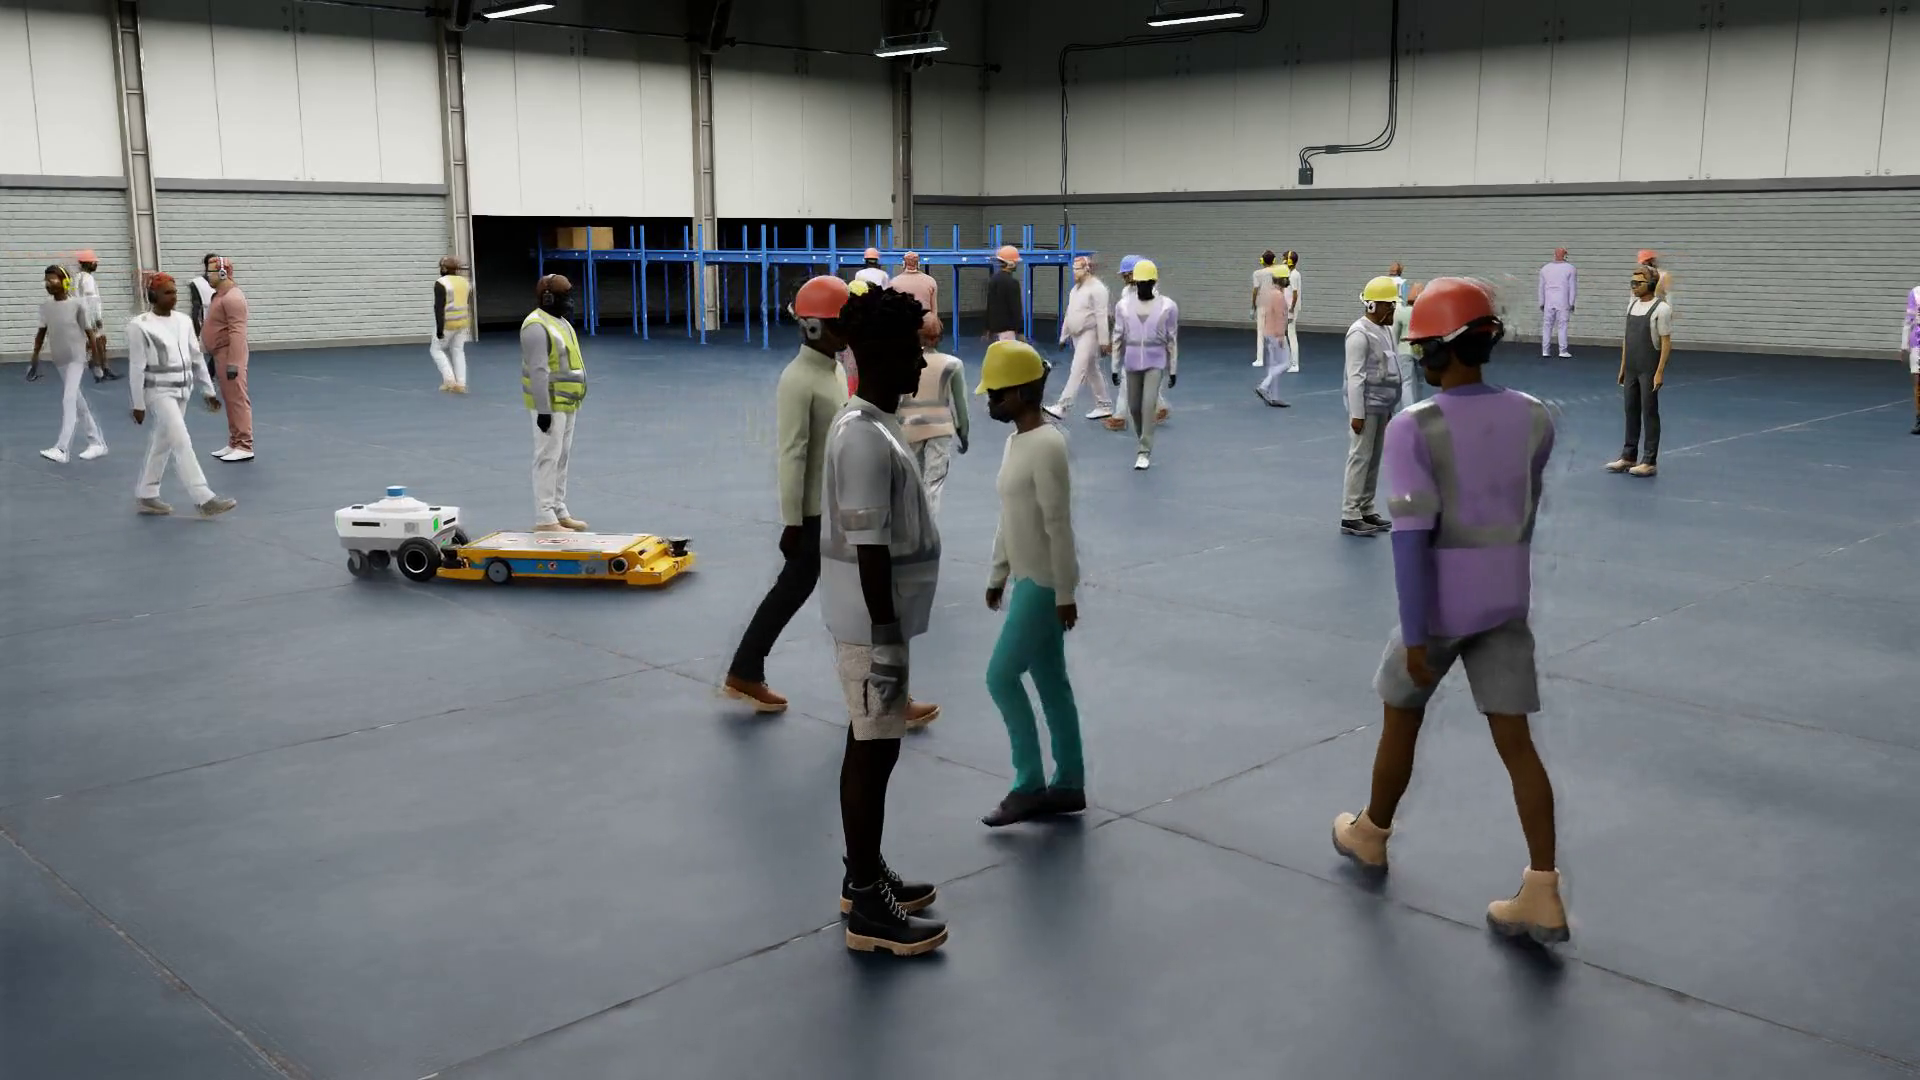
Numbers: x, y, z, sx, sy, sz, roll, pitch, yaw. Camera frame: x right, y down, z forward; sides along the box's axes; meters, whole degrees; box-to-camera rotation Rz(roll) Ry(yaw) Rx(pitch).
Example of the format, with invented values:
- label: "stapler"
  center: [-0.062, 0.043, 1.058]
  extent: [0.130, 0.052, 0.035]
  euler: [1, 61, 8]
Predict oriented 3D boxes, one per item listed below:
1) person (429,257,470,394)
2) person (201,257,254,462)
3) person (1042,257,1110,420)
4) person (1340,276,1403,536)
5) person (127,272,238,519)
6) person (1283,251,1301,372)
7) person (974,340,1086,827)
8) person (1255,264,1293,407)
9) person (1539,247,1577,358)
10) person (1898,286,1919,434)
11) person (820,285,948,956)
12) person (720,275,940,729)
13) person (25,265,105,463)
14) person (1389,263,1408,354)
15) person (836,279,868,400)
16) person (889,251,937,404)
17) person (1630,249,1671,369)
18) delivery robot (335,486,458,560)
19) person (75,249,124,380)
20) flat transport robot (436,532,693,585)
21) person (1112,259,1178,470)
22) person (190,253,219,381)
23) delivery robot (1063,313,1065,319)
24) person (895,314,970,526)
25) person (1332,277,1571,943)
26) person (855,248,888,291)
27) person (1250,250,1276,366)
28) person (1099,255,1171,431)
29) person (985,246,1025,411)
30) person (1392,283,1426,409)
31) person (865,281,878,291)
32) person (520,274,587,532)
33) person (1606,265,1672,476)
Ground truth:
- label: "person"
  center: [-6.836, -2.870, 22.273]
  extent: [0.492, 1.818, 0.651]
  euler: [5, 11, 24]
- label: "person"
  center: [-6.926, -1.708, 15.711]
  extent: [0.409, 1.909, 0.640]
  euler: [-7, 12, -33]
- label: "person"
  center: [1.336, -2.295, 19.031]
  extent: [0.979, 1.854, 0.679]
  euler: [-4, 11, -22]
- label: "person"
  center: [2.939, -0.957, 11.855]
  extent: [0.404, 1.825, 0.599]
  euler: [7, 12, 33]
- label: "person"
  center: [-5.912, -1.087, 12.525]
  extent: [0.989, 1.832, 0.578]
  euler: [3, 11, 14]
- label: "person"
  center: [5.153, -3.555, 25.892]
  extent: [0.313, 1.865, 0.528]
  euler: [2, 11, 12]
- label: "person"
  center: [0.219, 0.154, 5.976]
  extent: [0.561, 1.738, 0.558]
  euler: [-2, 11, -10]
- label: "person"
  center: [3.916, -2.511, 20.474]
  extent: [0.382, 1.755, 0.543]
  euler: [0, 10, 0]
- label: "person"
  center: [10.386, -4.125, 28.888]
  extent: [0.642, 1.909, 0.399]
  euler: [9, 14, 40]
- label: "person"
  center: [10.386, -2.099, 17.794]
  extent: [0.553, 1.922, 0.441]
  euler: [10, 14, 44]
- label: "person"
  center: [-0.235, 0.229, 4.981]
  extent: [0.367, 1.966, 0.606]
  euler: [-1, 10, -5]
- label: "person"
  center: [-0.620, -0.167, 7.217]
  extent: [1.015, 1.952, 0.620]
  euler: [1, 10, 6]
- label: "person"
  center: [-8.399, -1.639, 15.557]
  extent: [0.510, 1.826, 0.948]
  euler: [3, 11, 15]
- label: "person"
  center: [7.523, -3.980, 28.838]
  extent: [0.315, 1.636, 0.515]
  euler: [-9, 14, -39]
- label: "person"
  center: [-0.847, -1.467, 14.859]
  extent: [0.526, 1.735, 0.814]
  euler: [2, 11, 12]
- label: "person"
  center: [-0.602, -2.640, 20.789]
  extent: [0.638, 1.911, 0.402]
  euler: [-3, 11, -18]
- label: "person"
  center: [10.782, -3.593, 26.023]
  extent: [0.563, 1.890, 0.543]
  euler: [8, 13, 38]
- label: "delivery robot"
  center: [-3.546, -0.097, 10.472]
  extent: [0.707, 0.478, 0.477]
  euler: [1, 11, 8]
- label: "person"
  center: [-12.767, -3.278, 24.260]
  extent: [0.819, 1.910, 0.546]
  euler: [-7, 12, -34]
- label: "flat transport robot"
  center: [-2.465, 0.101, 10.424]
  extent: [1.431, 0.197, 0.652]
  euler: [1, 10, 8]
- label: "person"
  center: [1.721, -1.645, 15.412]
  extent: [0.598, 1.899, 0.884]
  euler: [3, 11, 18]
- label: "person"
  center: [-9.905, -2.864, 22.087]
  extent: [0.933, 1.888, 0.601]
  euler: [7, 12, 33]
- label: "delivery robot"
  center: [2.425, -4.891, 35.906]
  extent: [0.335, 0.223, 0.698]
  euler: [-6, 12, -29]
- label: "person"
  center: [-0.200, -0.692, 11.003]
  extent: [0.536, 1.586, 0.865]
  euler: [1, 10, 6]
- label: "person"
  center: [1.564, 0.193, 5.155]
  extent: [0.615, 1.995, 1.045]
  euler: [-3, 11, -16]
- label: "person"
  center: [-1.406, -3.552, 25.742]
  extent: [0.569, 1.910, 0.727]
  euler: [-5, 11, -24]
- label: "person"
  center: [4.967, -3.756, 26.977]
  extent: [0.537, 1.869, 0.312]
  euler: [-1, 10, -8]
- label: "person"
  center: [1.977, -2.182, 18.349]
  extent: [0.921, 1.906, 0.625]
  euler: [-3, 11, -17]
- label: "person"
  center: [0.608, -2.548, 20.085]
  extent: [0.702, 1.973, 0.649]
  euler: [-6, 12, -28]
- label: "person"
  center: [4.990, -2.016, 18.258]
  extent: [0.503, 1.589, 0.862]
  euler: [2, 11, 9]
- label: "person"
  center: [-0.973, -1.777, 16.795]
  extent: [0.538, 1.656, 0.866]
  euler: [7, 13, 34]
- label: "person"
  center: [-2.839, -0.938, 11.693]
  extent: [0.429, 1.839, 0.633]
  euler: [1, 10, 4]
- label: "person"
  center: [6.046, -1.501, 14.746]
  extent: [0.326, 1.843, 0.515]
  euler: [-4, 11, -19]
